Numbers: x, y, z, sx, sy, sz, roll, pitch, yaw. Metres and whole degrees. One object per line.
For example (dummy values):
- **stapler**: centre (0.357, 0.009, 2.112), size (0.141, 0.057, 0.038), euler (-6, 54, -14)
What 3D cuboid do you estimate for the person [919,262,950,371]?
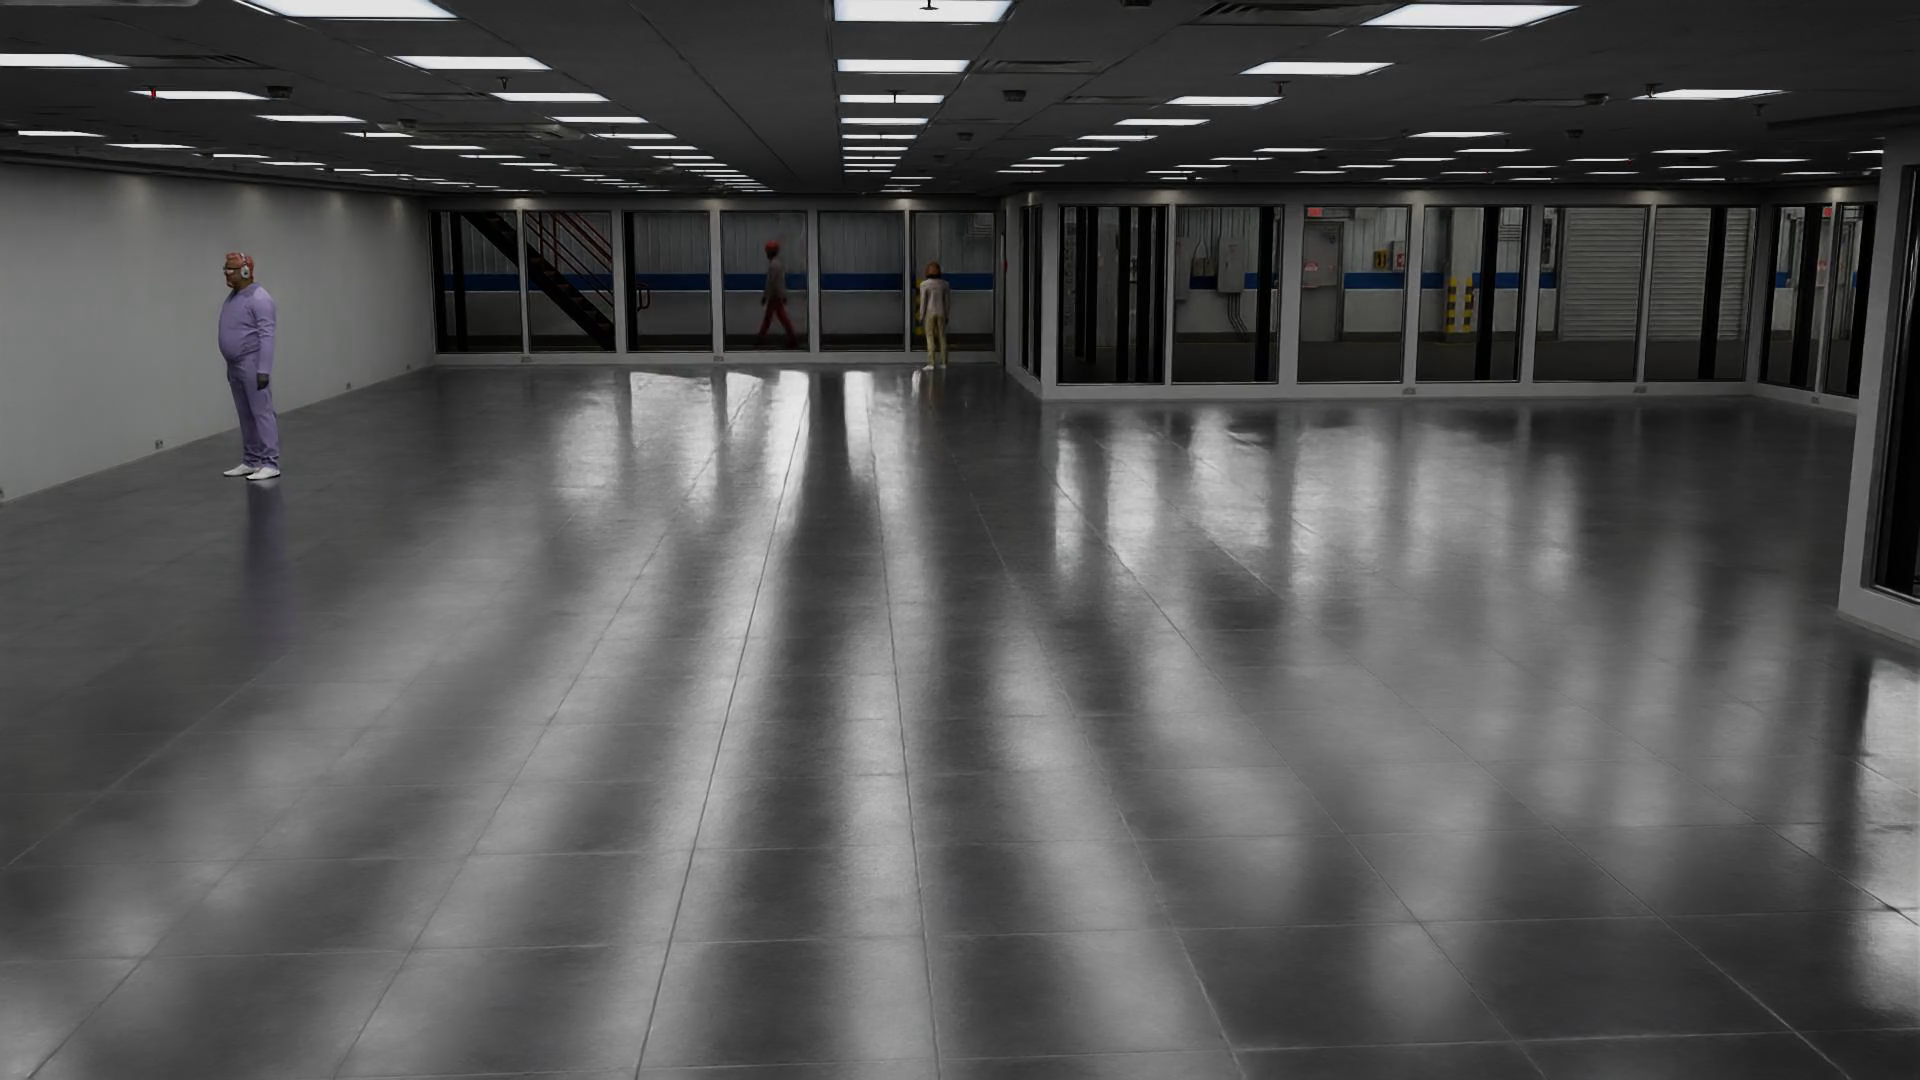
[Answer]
- **person**: centre (-0.386, -3.371, 25.099), size (0.506, 1.632, 0.268), euler (-6, 12, -28)

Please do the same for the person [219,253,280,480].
- **person**: centre (-6.041, -1.464, 14.079), size (0.638, 1.910, 0.407), euler (9, 14, 40)
